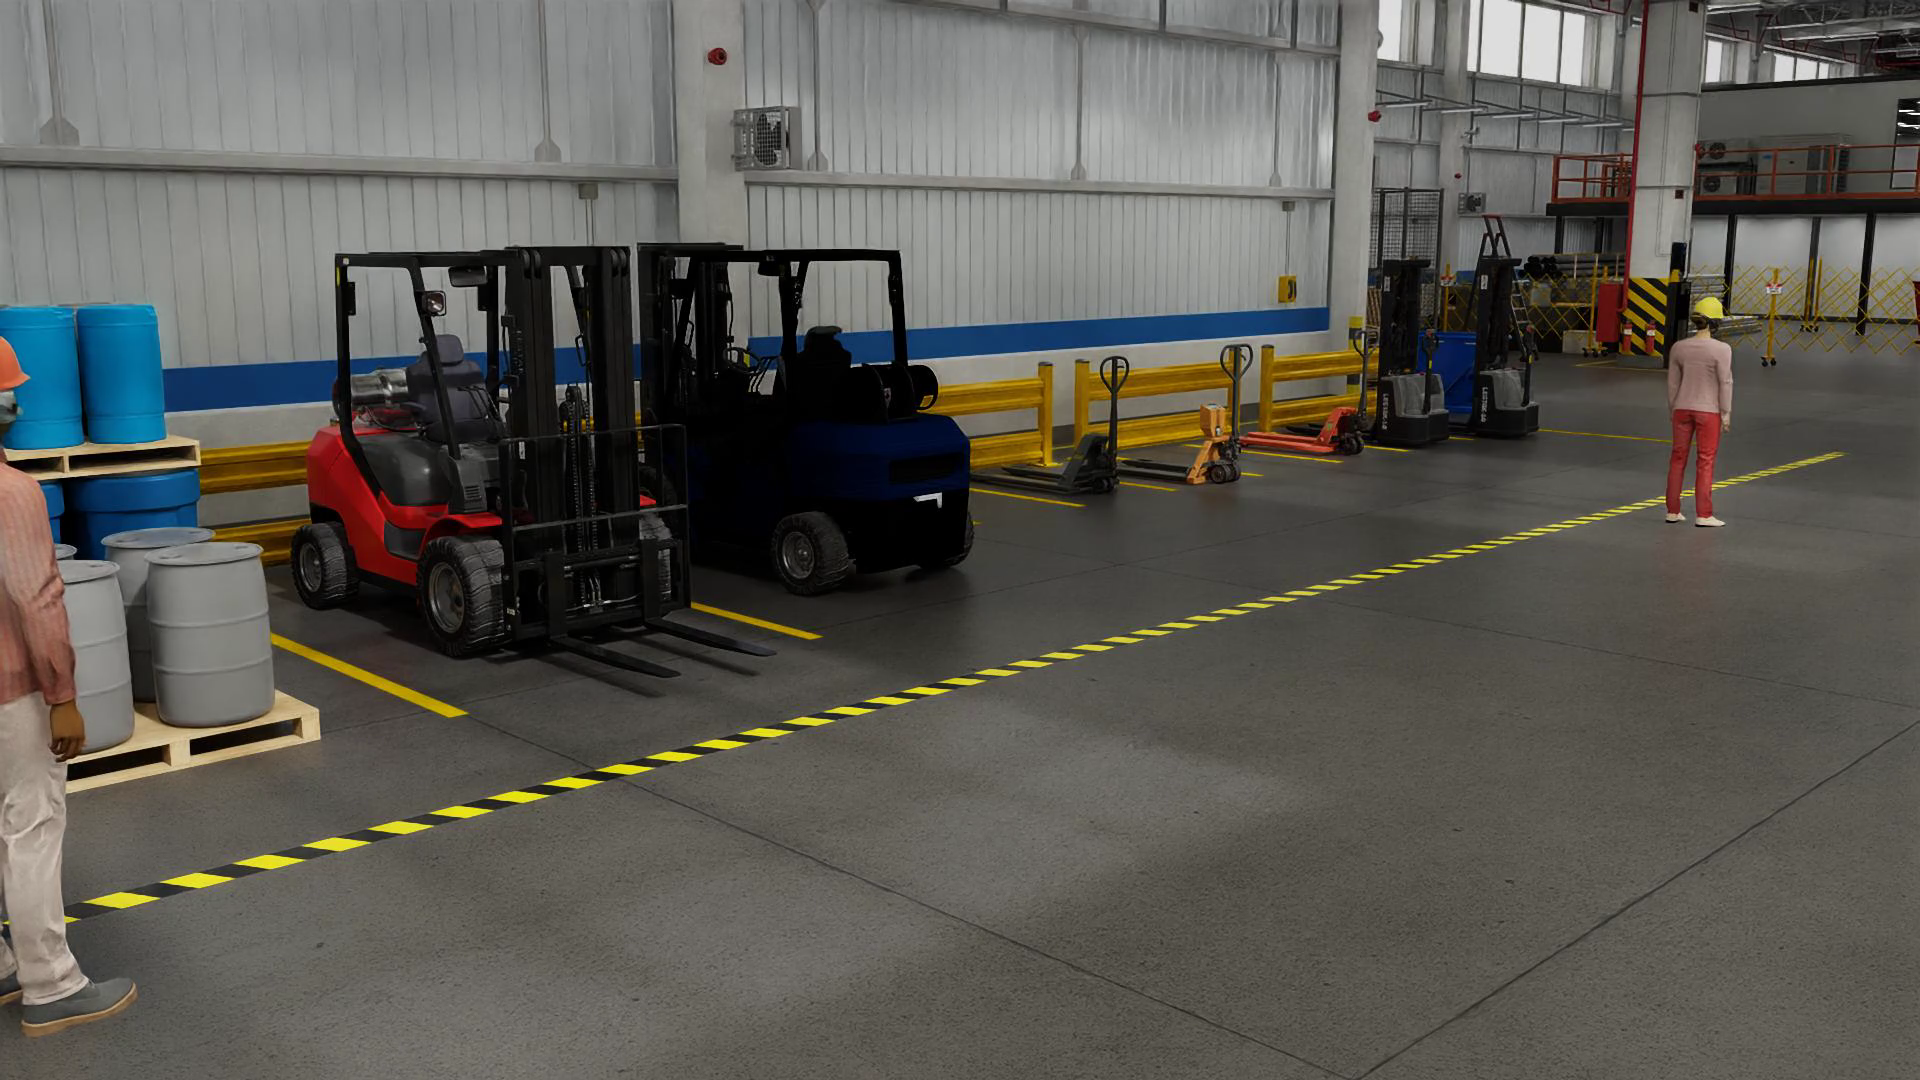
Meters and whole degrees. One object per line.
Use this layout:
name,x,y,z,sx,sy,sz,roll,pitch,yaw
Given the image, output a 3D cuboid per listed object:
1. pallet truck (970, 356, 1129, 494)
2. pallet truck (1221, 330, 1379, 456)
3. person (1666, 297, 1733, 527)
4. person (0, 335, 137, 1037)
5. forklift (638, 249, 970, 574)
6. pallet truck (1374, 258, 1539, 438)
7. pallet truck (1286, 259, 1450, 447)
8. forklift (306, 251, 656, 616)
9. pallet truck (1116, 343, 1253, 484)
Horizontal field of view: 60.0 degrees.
pallet truck,0.784,-1.085,14.876,0.680,1.201,1.601,-10,14,-44
pallet truck,3.563,-1.581,17.381,0.653,1.274,1.630,-10,14,-44
person,5.713,-0.982,12.850,0.311,1.768,0.522,-7,13,-34
person,-2.693,0.400,4.677,0.622,1.996,0.371,6,12,28
forklift,-1.173,-0.958,11.239,2.680,1.987,1.157,10,14,43
pallet truck,5.704,-2.208,18.901,1.885,1.965,0.823,10,14,43
pallet truck,4.493,-2.078,18.196,0.823,1.965,1.885,-9,14,-40
forklift,-2.833,-0.669,9.694,1.157,1.987,2.680,-10,14,-44
pallet truck,1.962,-1.215,15.415,1.522,1.261,0.704,10,14,43
